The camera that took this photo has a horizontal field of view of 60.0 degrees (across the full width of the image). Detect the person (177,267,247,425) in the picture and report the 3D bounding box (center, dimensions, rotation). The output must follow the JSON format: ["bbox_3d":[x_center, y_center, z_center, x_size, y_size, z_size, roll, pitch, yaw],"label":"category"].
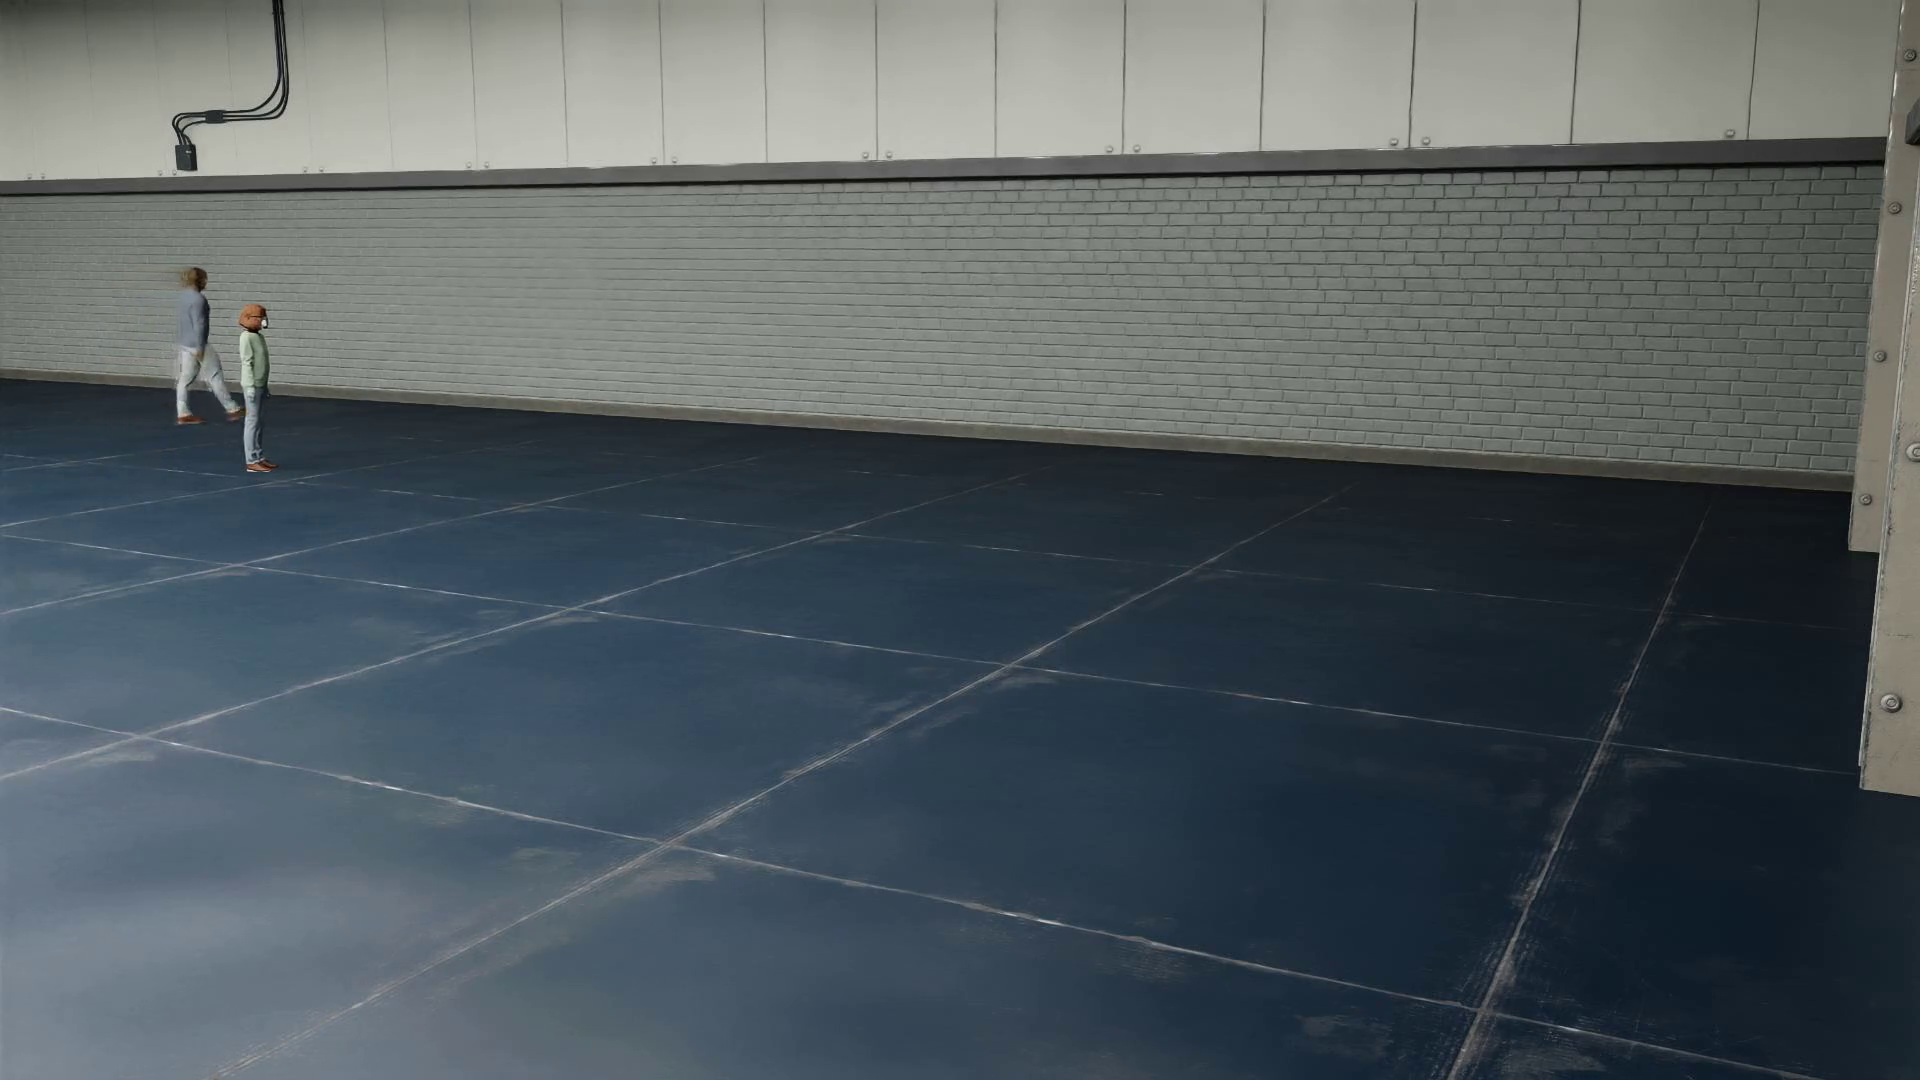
[{"bbox_3d":[-9.182,-2.369,20.340,0.957,1.897,0.661,-9,14,-42],"label":"person"}]

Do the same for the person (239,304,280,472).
[{"bbox_3d":[-6.869,-1.486,16.257,0.271,1.632,0.503,-1,10,-5],"label":"person"}]
